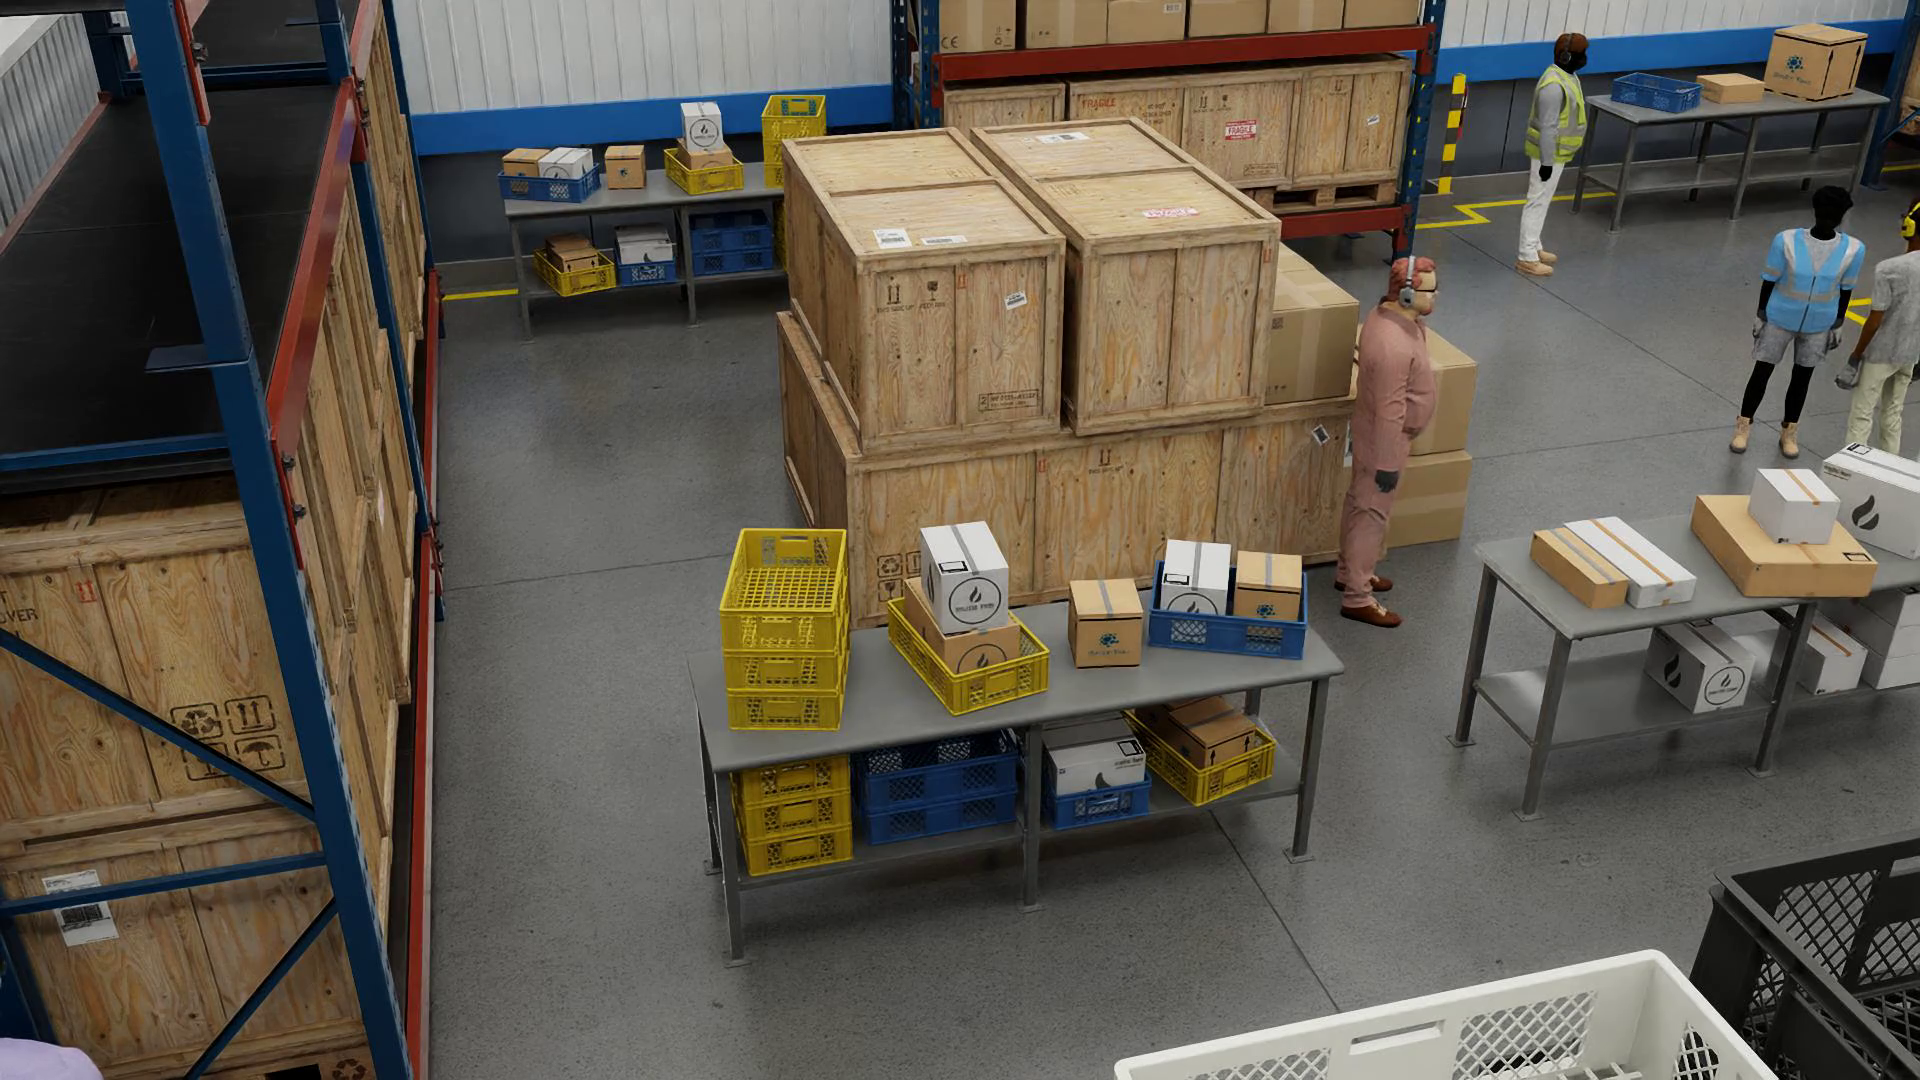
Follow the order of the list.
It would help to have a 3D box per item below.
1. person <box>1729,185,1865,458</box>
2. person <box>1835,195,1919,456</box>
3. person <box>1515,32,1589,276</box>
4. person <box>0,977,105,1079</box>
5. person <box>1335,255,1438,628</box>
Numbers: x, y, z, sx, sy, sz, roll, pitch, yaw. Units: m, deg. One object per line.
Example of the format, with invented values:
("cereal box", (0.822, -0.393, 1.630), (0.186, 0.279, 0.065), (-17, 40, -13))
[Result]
("person", (5.040, -1.309, 9.999), (0.532, 1.693, 0.319), (9, 30, 15))
("person", (5.168, -1.013, 9.282), (0.508, 1.872, 0.329), (-6, 29, -11))
("person", (4.605, -3.000, 12.918), (0.429, 1.843, 0.631), (12, 31, 21))
("person", (-2.322, 1.753, 4.189), (0.636, 1.938, 0.358), (-1, 29, -2))
("person", (2.146, -0.505, 8.321), (0.400, 1.909, 0.643), (5, 29, 8))
